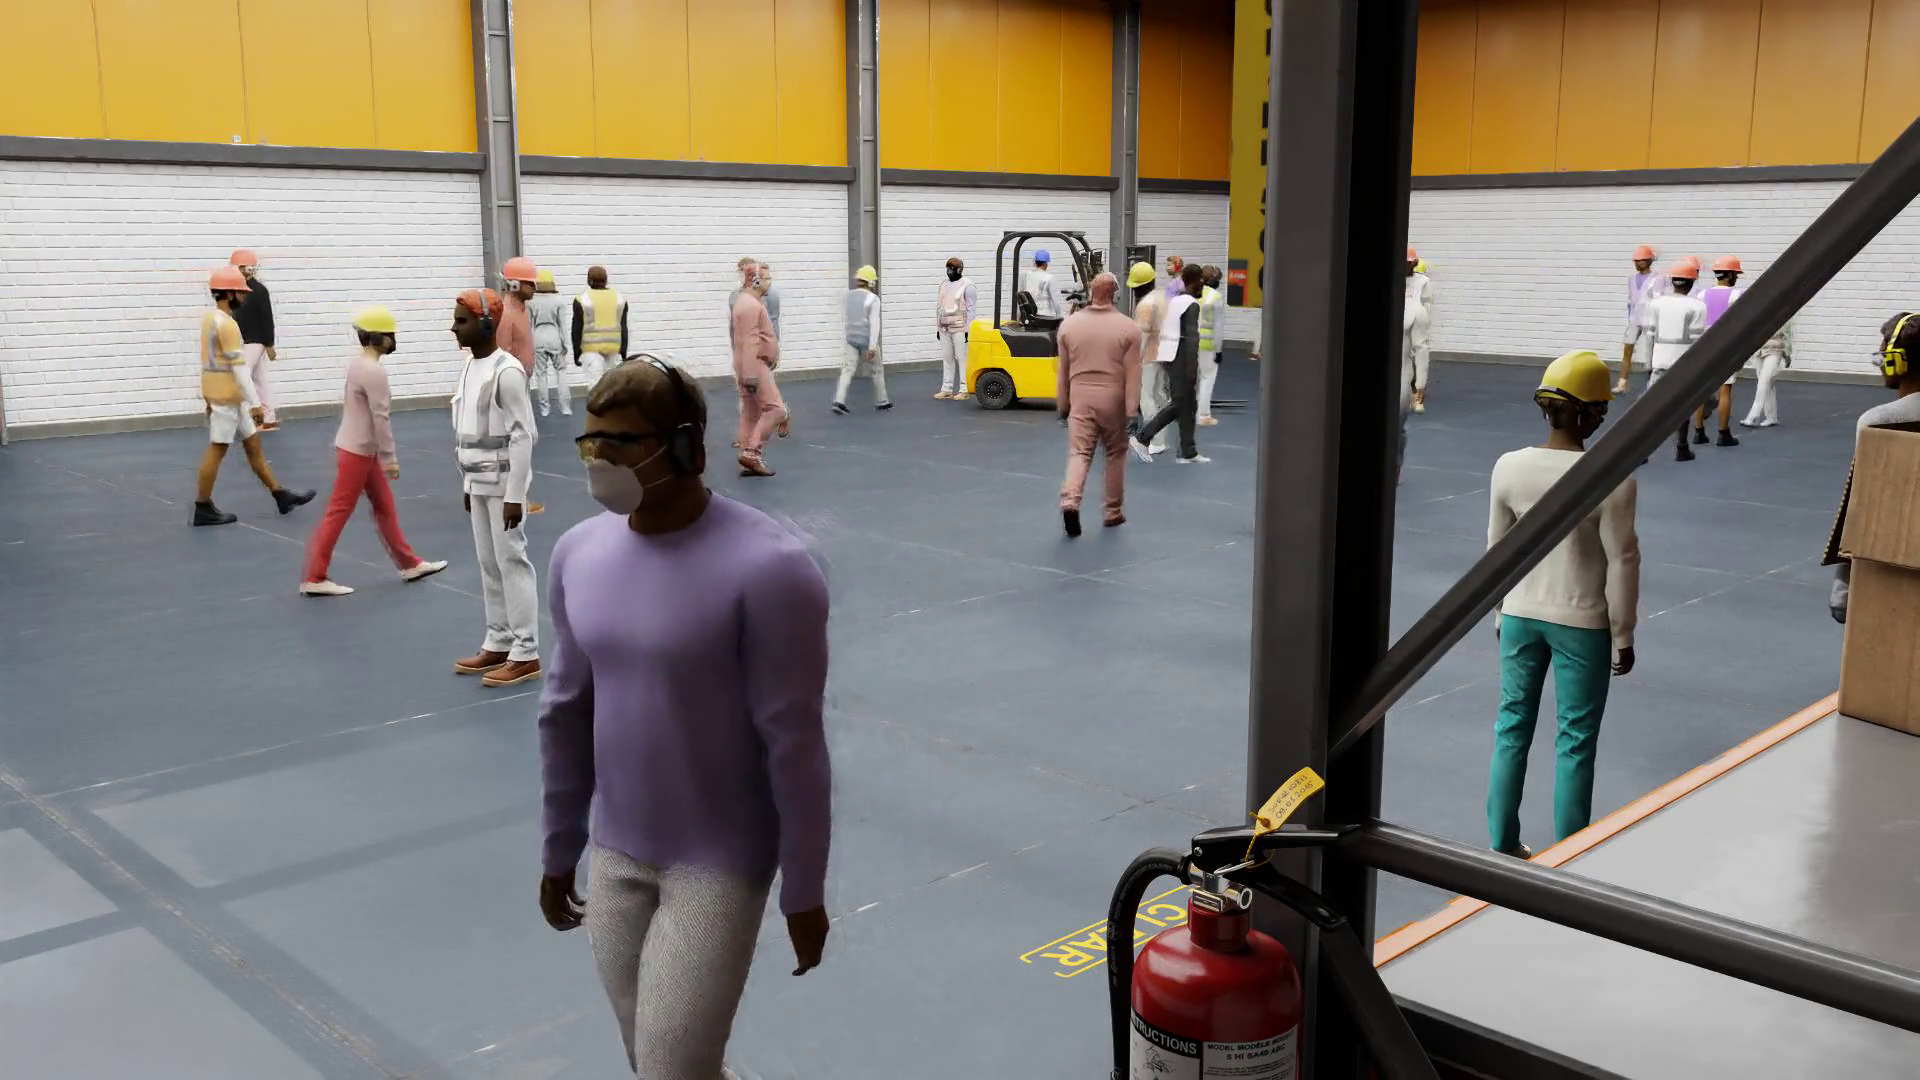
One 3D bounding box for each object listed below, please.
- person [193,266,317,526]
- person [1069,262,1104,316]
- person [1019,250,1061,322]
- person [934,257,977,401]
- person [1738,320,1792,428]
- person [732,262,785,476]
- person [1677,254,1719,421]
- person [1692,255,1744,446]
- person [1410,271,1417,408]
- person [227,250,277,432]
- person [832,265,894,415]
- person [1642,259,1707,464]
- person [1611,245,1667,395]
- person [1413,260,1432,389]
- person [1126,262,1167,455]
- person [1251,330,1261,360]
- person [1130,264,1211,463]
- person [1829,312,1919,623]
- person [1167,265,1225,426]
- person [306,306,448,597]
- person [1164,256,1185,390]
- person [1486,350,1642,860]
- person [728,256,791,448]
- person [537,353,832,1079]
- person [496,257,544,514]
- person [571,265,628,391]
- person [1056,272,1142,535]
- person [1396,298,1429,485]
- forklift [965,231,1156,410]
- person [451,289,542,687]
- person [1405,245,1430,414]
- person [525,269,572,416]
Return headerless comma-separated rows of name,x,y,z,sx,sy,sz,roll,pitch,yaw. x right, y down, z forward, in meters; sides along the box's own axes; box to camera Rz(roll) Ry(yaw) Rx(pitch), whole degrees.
person,-5.299,-1.066,12.349,0.949,1.891,0.575,-7,12,-33
person,1.672,-2.929,22.773,0.571,1.817,0.861,-9,14,-42
person,1.269,-3.400,25.068,0.651,1.895,0.982,10,14,43
person,-0.079,-2.733,21.588,0.625,1.846,0.429,9,14,41
person,8.854,-2.035,18.402,0.790,1.601,0.540,-4,11,-22
person,-1.769,-1.484,14.633,0.439,1.888,0.685,-2,11,-10
person,8.196,-2.233,18.653,0.622,1.921,0.550,6,12,31
person,7.722,-1.923,16.922,0.375,1.934,0.547,-9,14,-40
person,5.534,-2.482,20.629,0.322,1.692,0.532,-7,13,-34
person,-7.720,-2.123,17.910,0.686,1.971,0.623,-10,14,-43
person,-1.188,-2.394,19.929,0.583,1.785,0.967,7,13,34
person,6.651,-1.657,15.543,0.876,1.912,0.555,-10,14,-43
person,9.237,-2.954,22.385,1.015,2.006,0.626,-6,12,-30
person,5.901,-2.726,21.605,0.420,1.819,0.620,0,10,0
person,1.874,-1.779,16.314,0.382,1.878,0.721,5,11,24
person,5.330,-3.913,28.147,0.593,1.791,0.982,-8,13,-36
person,1.959,-1.639,15.567,0.740,1.869,0.691,-2,11,-10
person,3.390,0.117,6.007,0.513,1.861,0.327,-3,11,-14
person,2.644,-2.152,18.534,0.603,1.814,0.639,-9,13,-39
person,-3.534,-0.531,9.934,0.881,1.703,0.532,-5,12,-27
person,3.004,-3.009,23.084,0.390,1.846,0.565,-2,11,-12
person,1.962,0.268,5.435,0.308,1.769,0.525,-9,13,-39
person,-2.041,-1.909,16.868,0.633,1.922,0.708,6,12,29
person,-0.550,0.612,3.129,0.649,1.919,0.448,7,13,34
person,-3.440,-1.167,12.703,0.601,1.970,0.666,-1,10,-5
person,-3.879,-2.063,18.014,0.631,1.819,0.804,-7,13,-34
person,0.988,-0.979,11.938,0.651,1.875,0.881,4,11,20
person,3.576,-1.344,13.871,0.639,1.903,0.968,4,11,20
forklift,1.222,-2.721,20.561,2.313,2.155,1.214,2,11,13
person,-2.222,-0.247,7.922,0.352,1.881,0.576,-8,13,-36
person,5.337,-2.492,19.790,0.636,2.022,0.527,-2,11,-9
person,-4.880,-2.325,19.656,0.505,1.740,0.365,-1,10,-7
